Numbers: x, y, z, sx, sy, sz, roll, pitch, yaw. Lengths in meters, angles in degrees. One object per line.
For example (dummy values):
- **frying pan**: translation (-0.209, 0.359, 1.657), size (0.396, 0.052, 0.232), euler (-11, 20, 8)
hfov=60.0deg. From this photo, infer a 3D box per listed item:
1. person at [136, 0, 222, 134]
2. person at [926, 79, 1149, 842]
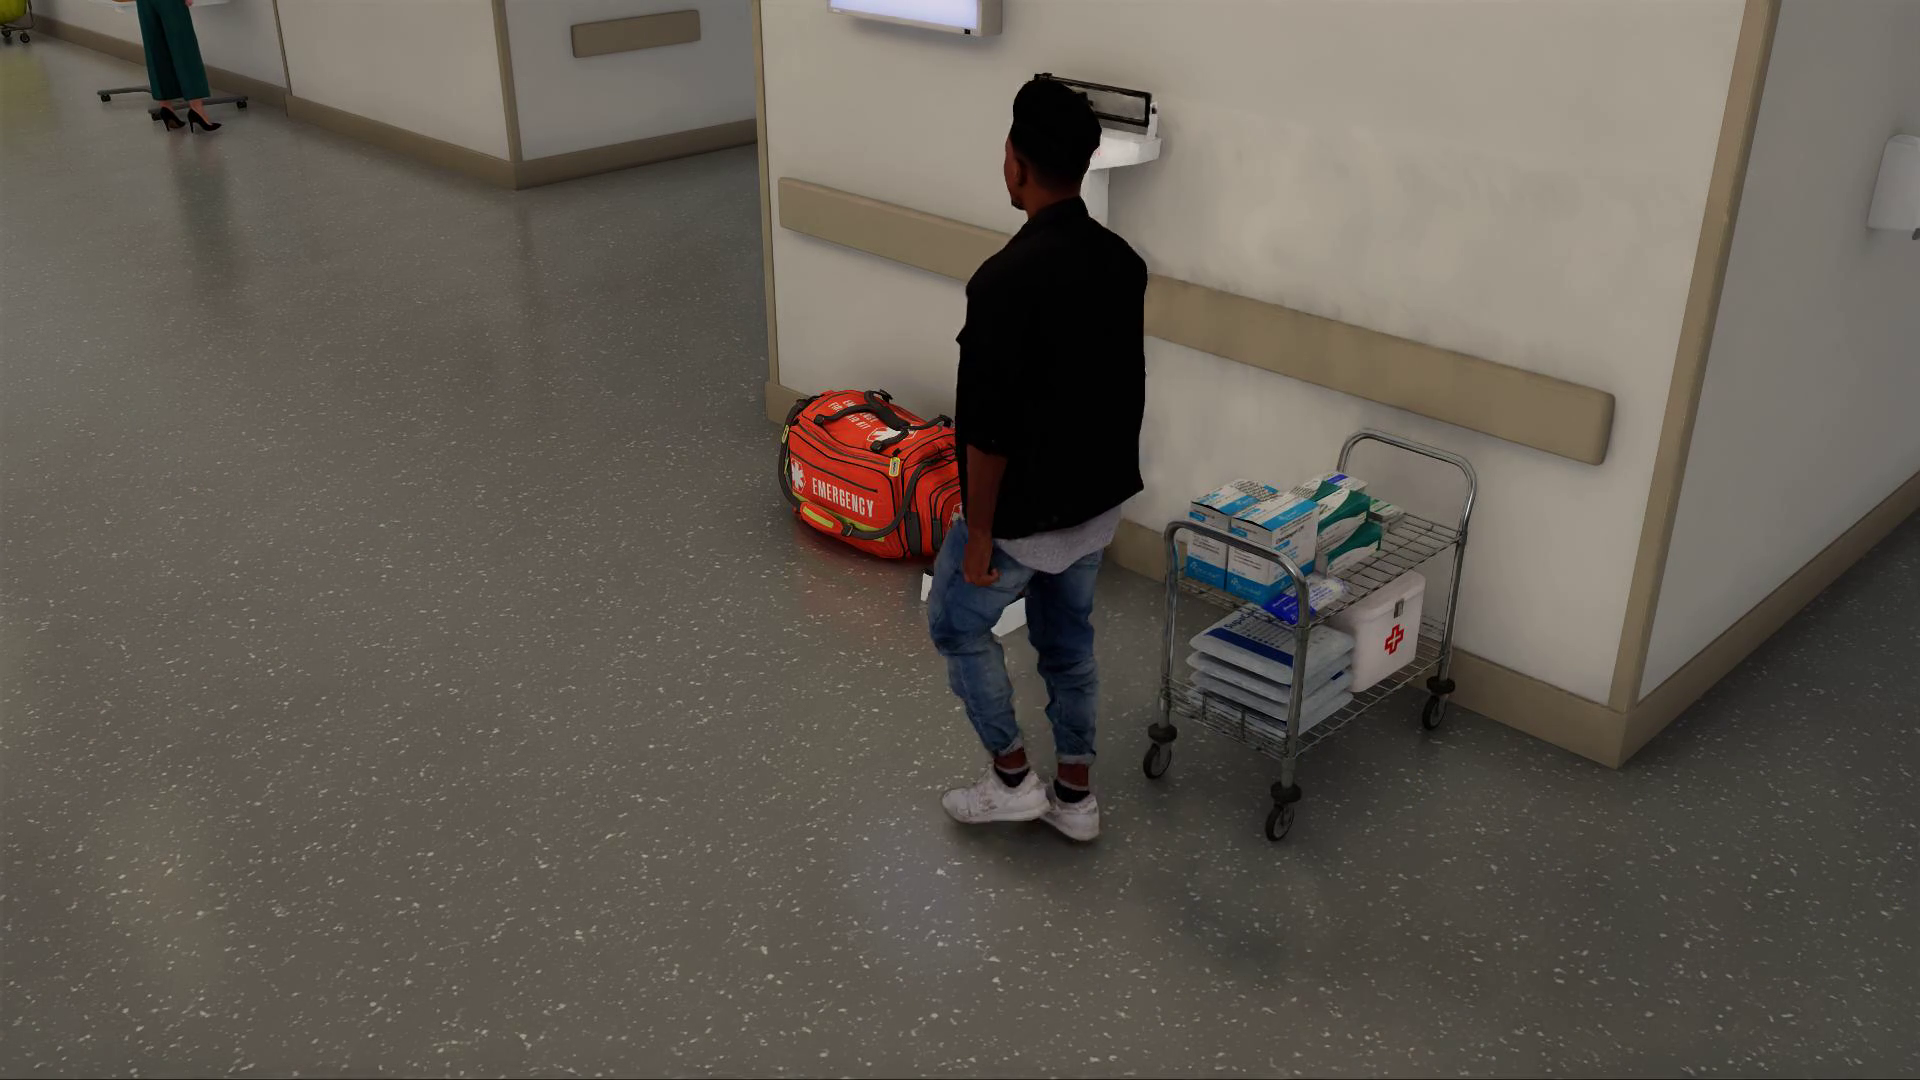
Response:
- **person**: translation (-5.334, -3.619, 11.118), size (0.609, 1.742, 0.758), euler (9, 27, 19)
- **person**: translation (0.258, -0.080, 3.723), size (0.632, 1.791, 0.700), euler (22, 33, 38)
